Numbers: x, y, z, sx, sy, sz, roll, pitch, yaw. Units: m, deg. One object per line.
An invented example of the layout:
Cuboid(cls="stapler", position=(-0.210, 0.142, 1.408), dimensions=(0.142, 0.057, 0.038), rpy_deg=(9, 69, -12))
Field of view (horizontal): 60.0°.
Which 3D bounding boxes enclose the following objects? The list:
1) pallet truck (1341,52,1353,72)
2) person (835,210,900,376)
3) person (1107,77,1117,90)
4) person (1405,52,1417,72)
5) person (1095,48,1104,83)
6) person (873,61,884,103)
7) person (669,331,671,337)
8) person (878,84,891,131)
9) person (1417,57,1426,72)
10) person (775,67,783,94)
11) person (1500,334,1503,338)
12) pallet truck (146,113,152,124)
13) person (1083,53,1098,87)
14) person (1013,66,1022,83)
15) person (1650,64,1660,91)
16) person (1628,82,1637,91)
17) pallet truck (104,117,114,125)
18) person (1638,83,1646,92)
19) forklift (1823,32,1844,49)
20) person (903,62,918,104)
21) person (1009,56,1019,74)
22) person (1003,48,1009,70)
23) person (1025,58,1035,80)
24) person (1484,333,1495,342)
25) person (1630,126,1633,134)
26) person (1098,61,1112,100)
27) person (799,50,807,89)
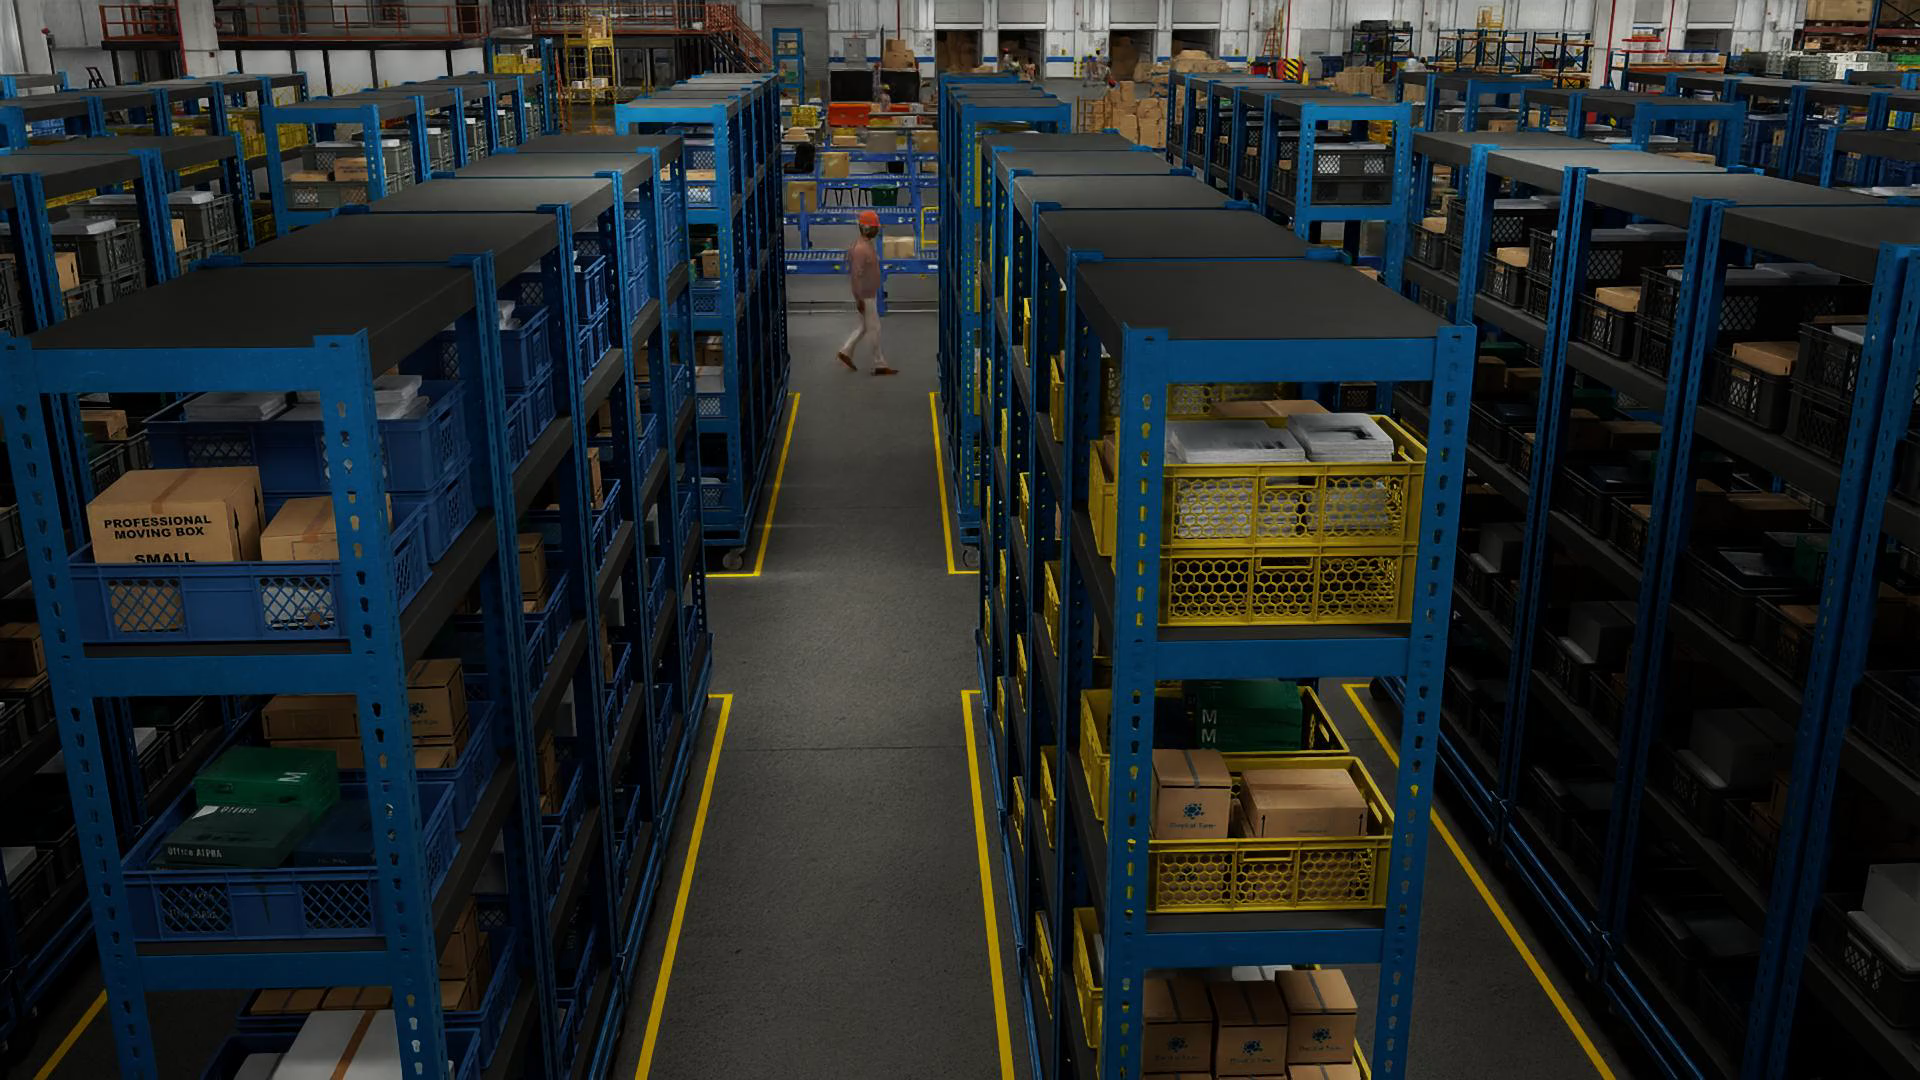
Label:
Cuboid(cls="pallet truck", position=(18.794, -23.123, 82.231), dimensions=(0.823, 1.965, 1.885), rpy_deg=(-13, 22, -35))
Cuboid(cls="person", position=(-1.147, -2.941, 19.819), dimensions=(0.780, 1.976, 0.628), rpy_deg=(3, 18, 9))
Cuboid(cls="person", position=(5.027, -14.380, 55.272), dimensions=(0.355, 1.938, 0.545), rpy_deg=(6, 19, 17))
Cuboid(cls="person", position=(23.113, -24.005, 85.167), dimensions=(0.590, 1.862, 0.591), rpy_deg=(12, 21, 33))
Cuboid(cls="person", position=(7.742, -26.304, 92.227), dimensions=(0.480, 1.901, 0.641), rpy_deg=(-7, 19, -20))
Cuboid(cls="person", position=(-3.308, -18.454, 67.749), dimensions=(0.688, 2.016, 0.647), rpy_deg=(13, 22, 36))
Cuboid(cls="person", position=(-3.267, -2.646, 19.199), dimensions=(0.886, 1.799, 0.584), rpy_deg=(1, 18, 2))
Cuboid(cls="person", position=(-2.444, -14.034, 54.481), dimensions=(0.460, 1.754, 0.540), rpy_deg=(10, 20, 28))
Cuboid(cls="person", position=(21.802, -21.861, 78.582), dimensions=(0.429, 1.837, 0.633), rpy_deg=(1, 18, 4))
Cuboid(cls="person", position=(-7.402, -18.082, 66.808), dimensions=(0.921, 1.901, 0.593), rpy_deg=(-14, 23, -37))
Cuboid(cls="person", position=(7.002, -3.300, 21.181), dimensions=(0.487, 1.808, 0.609), rpy_deg=(14, 23, 38))
Cuboid(cls="pallet truck", position=(-18.087, -8.309, 36.390), dimensions=(1.885, 1.965, 0.823), rpy_deg=(-1, 18, -4))
Cuboid(cls="person", position=(6.961, -24.929, 88.243), dimensions=(0.863, 1.725, 0.542), rpy_deg=(-2, 18, -7))
Cuboid(cls="person", position=(2.189, -16.827, 62.678), dimensions=(0.537, 2.000, 0.688), rpy_deg=(3, 18, 10))
Cuboid(cls="person", position=(34.089, -22.629, 81.179), dimensions=(0.890, 1.699, 0.493), rpy_deg=(8, 20, 24))
Cuboid(cls="person", position=(26.063, -17.480, 64.865), dimensions=(0.546, 1.938, 0.360), rpy_deg=(-1, 18, -4))
Cuboid(cls="pallet truck", position=(-18.367, -7.885, 35.078), dimensions=(1.885, 1.965, 0.823), rpy_deg=(1, 18, 2))
Cuboid(cls="person", position=(32.844, -22.306, 79.971), dimensions=(0.512, 1.840, 0.340), rpy_deg=(13, 22, 34))
Cuboid(cls="forklift", position=(45.186, -24.889, 86.282), dimensions=(1.873, 2.768, 1.129), rpy_deg=(-6, 19, -19))
Cuboid(cls="person", position=(-2.110, -19.510, 71.239), dimensions=(1.049, 1.888, 0.643), rpy_deg=(-12, 21, -32))
Cuboid(cls="person", position=(2.684, -22.991, 82.167), dimensions=(0.968, 1.800, 0.617), rpy_deg=(15, 23, 39))
Cuboid(cls="person", position=(2.586, -26.305, 92.203), dimensions=(0.569, 1.921, 0.550), rpy_deg=(4, 18, 13))
Cuboid(cls="person", position=(3.502, -23.245, 83.105), dimensions=(0.555, 1.681, 0.384), rpy_deg=(-2, 18, -6))
Cuboid(cls="person", position=(6.766, -3.112, 20.513), dimensions=(0.814, 1.874, 0.666), rpy_deg=(6, 19, 18))
Cuboid(cls="person", position=(19.788, -12.201, 48.908), dimensions=(0.536, 1.700, 0.318), rpy_deg=(15, 23, 38))
Cuboid(cls="person", position=(6.672, -20.590, 74.693), dimensions=(0.999, 1.818, 0.508), rpy_deg=(1, 18, 5))
Cuboid(cls="person", position=(-8.152, -24.362, 86.147), dimensions=(0.395, 1.943, 0.616), rpy_deg=(10, 20, 27))
